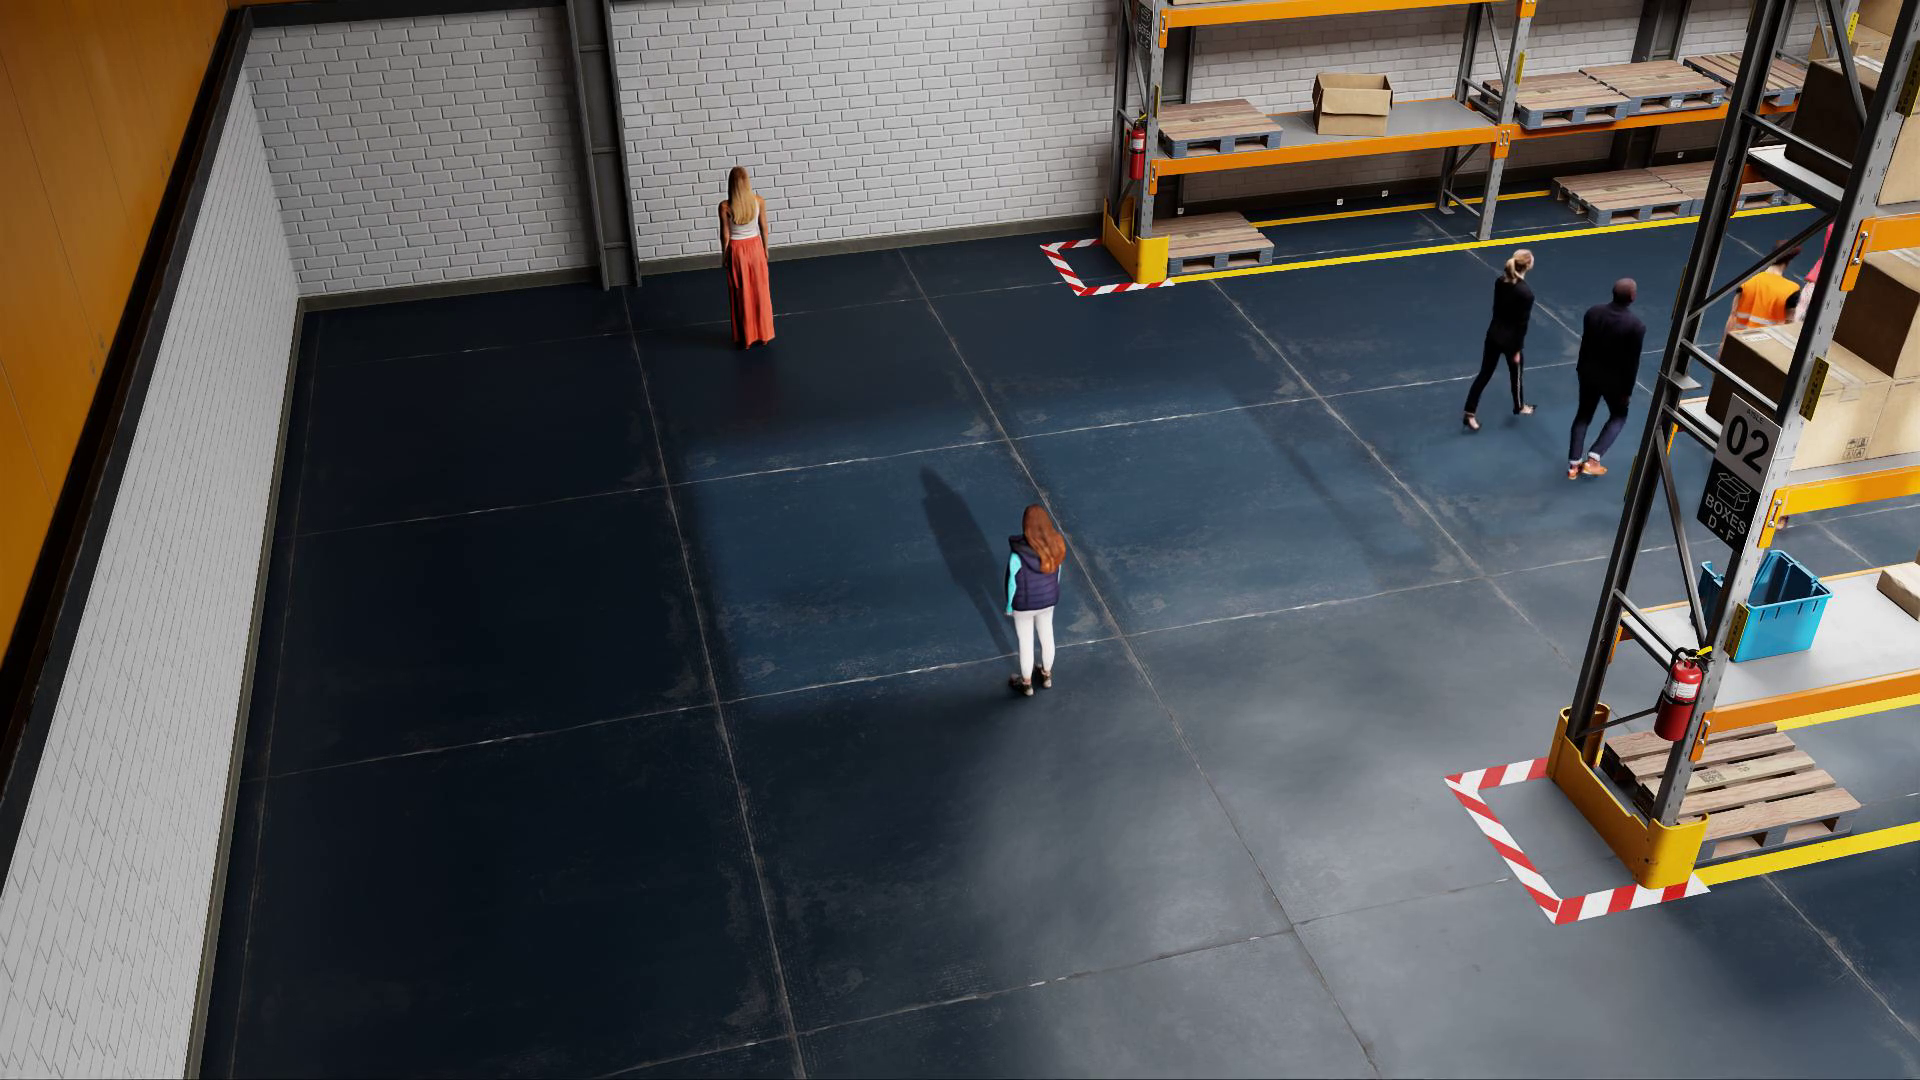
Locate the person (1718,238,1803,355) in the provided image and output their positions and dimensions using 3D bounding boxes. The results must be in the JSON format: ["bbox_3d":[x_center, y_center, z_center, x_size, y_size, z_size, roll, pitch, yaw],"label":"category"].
[{"bbox_3d":[6.724,-1.620,14.120,1.049,1.861,1.168,22,40,30],"label":"person"}]

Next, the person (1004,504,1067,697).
[{"bbox_3d":[0.511,0.402,11.404,0.579,1.500,0.684,-16,37,-23],"label":"person"}]

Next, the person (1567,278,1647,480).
[{"bbox_3d":[5.236,-1.278,13.651,0.830,1.812,0.830,-25,41,-32],"label":"person"}]

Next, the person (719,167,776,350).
[{"bbox_3d":[-2.028,-2.672,15.756,0.536,1.803,0.697,-12,35,-17],"label":"person"}]

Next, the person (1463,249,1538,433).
[{"bbox_3d":[4.630,-1.675,14.374,1.061,1.672,0.808,-17,37,-23],"label":"person"}]
